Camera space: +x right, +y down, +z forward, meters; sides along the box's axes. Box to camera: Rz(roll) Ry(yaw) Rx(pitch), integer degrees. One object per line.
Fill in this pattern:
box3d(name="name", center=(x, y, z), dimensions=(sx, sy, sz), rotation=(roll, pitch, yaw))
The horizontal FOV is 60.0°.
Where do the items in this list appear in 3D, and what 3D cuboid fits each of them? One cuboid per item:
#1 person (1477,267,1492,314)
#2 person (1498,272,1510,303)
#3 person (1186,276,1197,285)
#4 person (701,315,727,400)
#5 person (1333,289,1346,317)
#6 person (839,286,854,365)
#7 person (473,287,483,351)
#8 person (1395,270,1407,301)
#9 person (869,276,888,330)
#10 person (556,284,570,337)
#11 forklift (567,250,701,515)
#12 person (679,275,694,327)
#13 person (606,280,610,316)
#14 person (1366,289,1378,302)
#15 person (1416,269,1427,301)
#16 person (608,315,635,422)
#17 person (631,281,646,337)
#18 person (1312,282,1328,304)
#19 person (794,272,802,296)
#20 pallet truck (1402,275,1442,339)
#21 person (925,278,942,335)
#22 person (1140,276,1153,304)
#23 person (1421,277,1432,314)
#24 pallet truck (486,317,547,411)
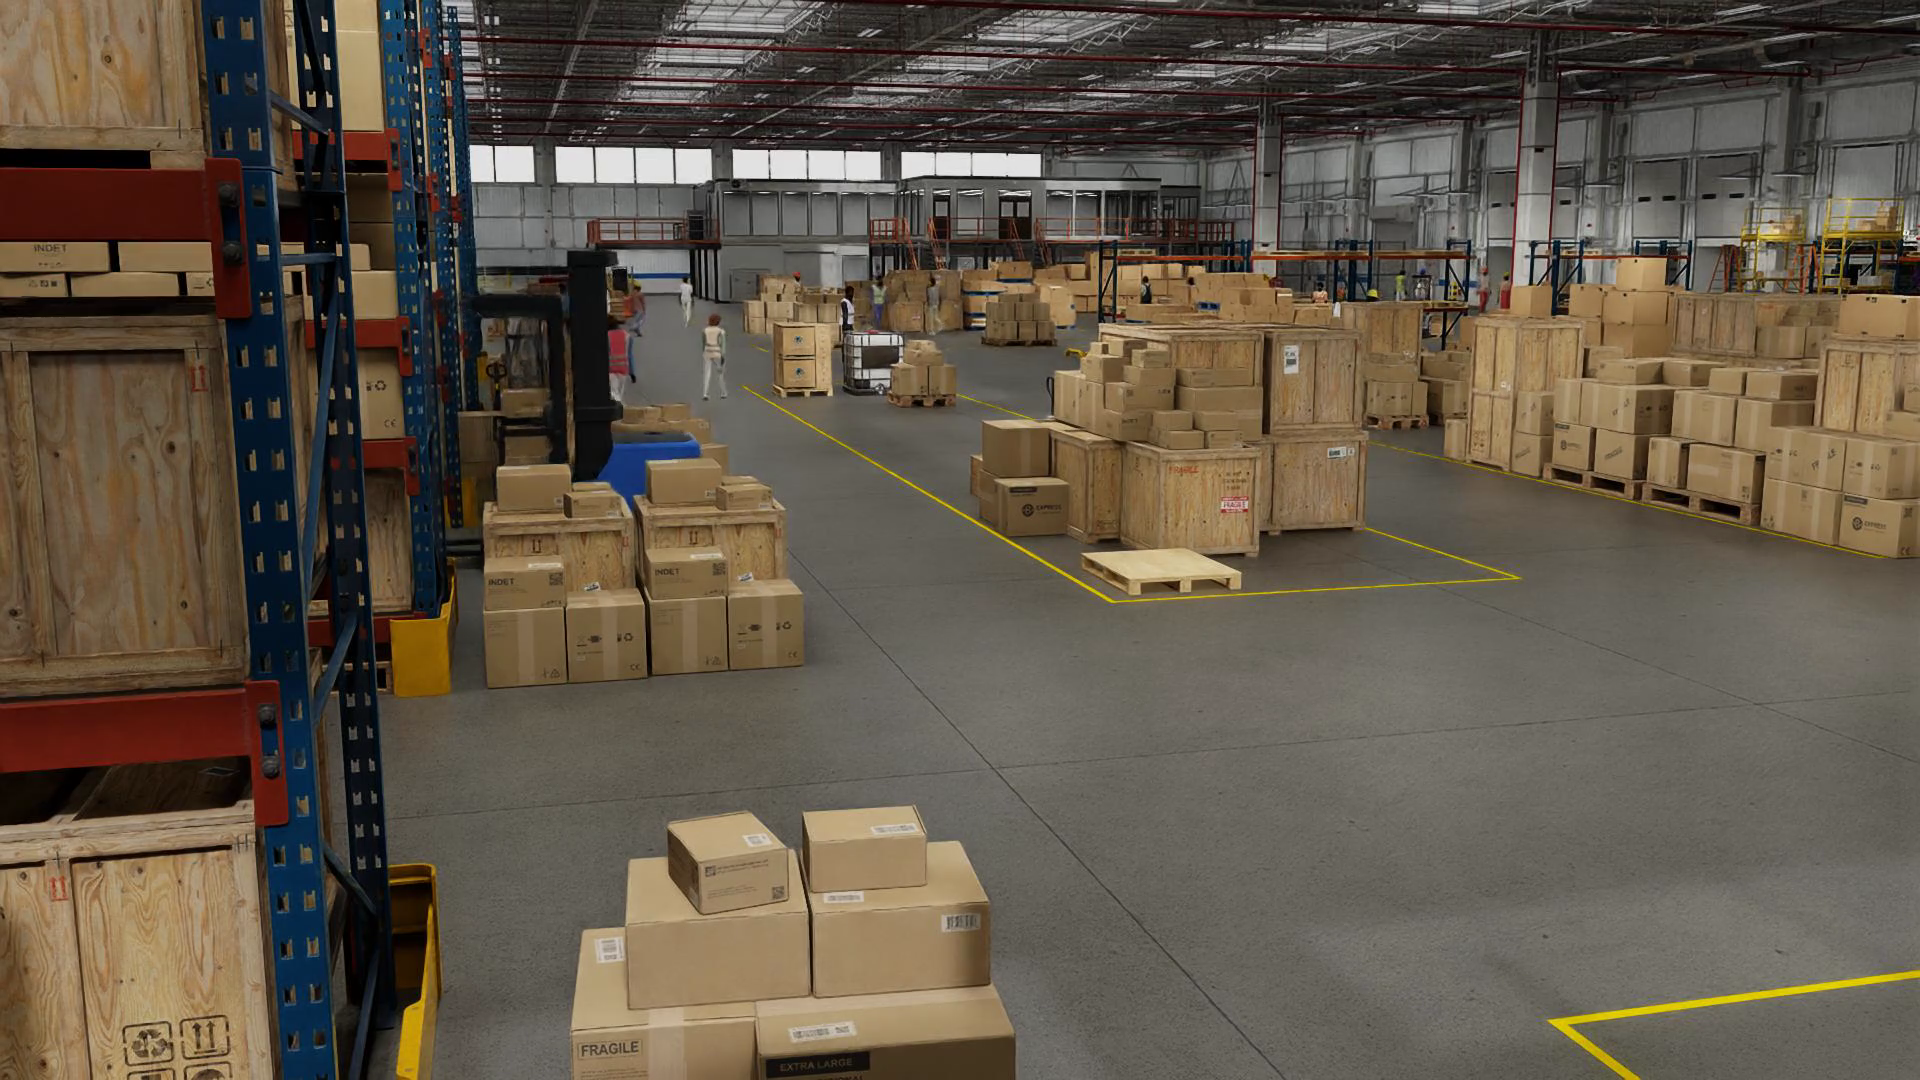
box3d(name="person", center=(22.462, -10.694, 71.273), dimensions=(0.643, 1.979, 0.493), rotation=(-1, 10, -4))
box3d(name="person", center=(20.503, -9.085, 62.426), dimensions=(0.617, 1.880, 0.944), rotation=(6, 12, 30))
box3d(name="person", center=(7.961, -8.221, 57.711), dimensions=(0.629, 1.823, 0.665), rotation=(6, 12, 32))
box3d(name="person", center=(-4.637, -3.430, 31.243), dimensions=(0.516, 1.591, 0.857), rotation=(1, 10, 8))
box3d(name="person", center=(8.891, -4.898, 38.770), dimensions=(0.354, 1.877, 0.574), rotation=(-7, 12, -34))
box3d(name="person", center=(-2.720, -5.177, 40.228), dimensions=(0.392, 1.914, 0.587), rotation=(2, 10, 9))
box3d(name="person", center=(-13.110, -6.008, 44.573), dimensions=(0.535, 2.000, 0.685), rotation=(3, 11, 18))
box3d(name="person", center=(19.509, -11.014, 73.489), dimensions=(0.429, 1.839, 0.633), rotation=(-7, 12, -36))
box3d(name="person", center=(-2.666, -7.763, 54.878), dimensions=(0.647, 1.902, 0.640), rotation=(-6, 12, -32))
box3d(name="person", center=(-12.656, -7.327, 53.031), dimensions=(0.534, 1.692, 0.320), rotation=(1, 10, 7))
box3d(name="forklift", center=(-3.390, -1.277, 15.404), dimensions=(1.873, 2.768, 1.129), rotation=(-3, 10, -15))
box3d(name="person", center=(-9.707, -8.460, 58.978), dimensions=(0.530, 1.859, 0.610), rotation=(0, 10, 1))
box3d(name="person", center=(-10.442, -6.701, 48.769), dimensions=(0.342, 1.942, 0.552), rotation=(-3, 10, -17))
box3d(name="person", center=(9.168, -4.677, 37.417), dimensions=(0.457, 1.914, 0.671), rotation=(6, 12, 31))
box3d(name="person", center=(19.665, -10.566, 70.701), dimensions=(0.627, 1.929, 0.455), rotation=(5, 11, 25))
box3d(name="person", center=(-5.467, -2.658, 26.346), dimensions=(0.640, 1.791, 0.982), rotation=(-6, 12, -33))
box3d(name="person", center=(-10.230, -7.326, 52.823), dimensions=(0.540, 1.754, 0.460), rotation=(5, 11, 25))
box3d(name="person", center=(11.962, -7.727, 55.309), dimensions=(0.534, 1.693, 0.321), rotation=(6, 12, 32))
box3d(name="person", center=(-5.984, -8.902, 61.238), dimensions=(0.347, 1.943, 0.545), rotation=(8, 13, 38))
box3d(name="pallet truck", center=(14.620, -7.324, 52.145), dimensions=(0.823, 1.965, 1.885), rotation=(8, 13, 40))
box3d(name="person", center=(-0.865, -7.615, 54.224), dimensions=(0.568, 1.851, 0.375), rotation=(-8, 13, -39))
box3d(name="person", center=(6.556, -8.403, 58.693), dimensions=(0.508, 1.842, 0.332), rotation=(-5, 11, -27))
box3d(name="person", center=(15.143, -7.625, 54.015), dimensions=(0.373, 1.941, 0.627), rotation=(7, 12, 34))
box3d(name="pallet truck", center=(-6.242, -2.418, 24.362), dimensions=(0.823, 1.965, 1.885), rotation=(1, 10, 3))
